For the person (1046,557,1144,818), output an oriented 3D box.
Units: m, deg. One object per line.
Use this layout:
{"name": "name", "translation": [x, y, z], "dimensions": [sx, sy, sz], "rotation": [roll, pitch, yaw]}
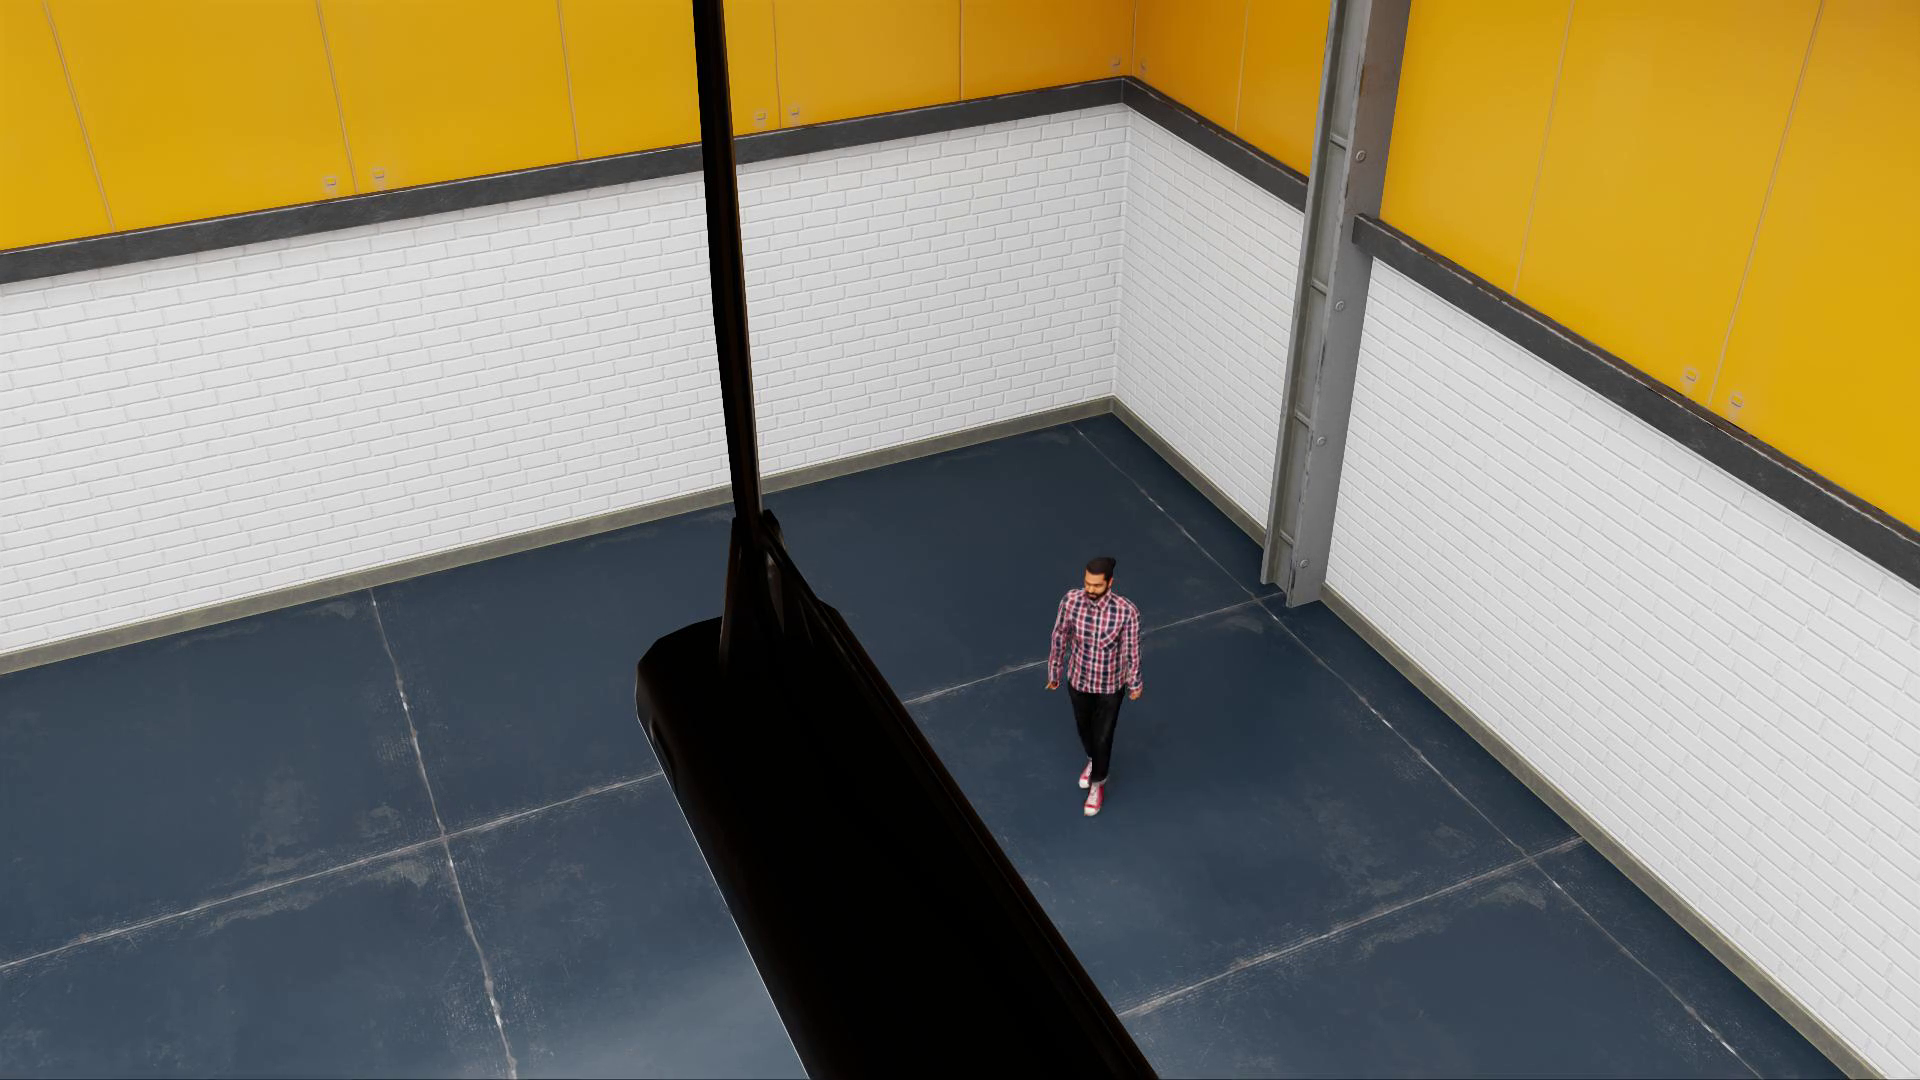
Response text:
{"name": "person", "translation": [0.881, 0.809, 10.336], "dimensions": [0.947, 1.749, 1.009], "rotation": [15, 36, 21]}
